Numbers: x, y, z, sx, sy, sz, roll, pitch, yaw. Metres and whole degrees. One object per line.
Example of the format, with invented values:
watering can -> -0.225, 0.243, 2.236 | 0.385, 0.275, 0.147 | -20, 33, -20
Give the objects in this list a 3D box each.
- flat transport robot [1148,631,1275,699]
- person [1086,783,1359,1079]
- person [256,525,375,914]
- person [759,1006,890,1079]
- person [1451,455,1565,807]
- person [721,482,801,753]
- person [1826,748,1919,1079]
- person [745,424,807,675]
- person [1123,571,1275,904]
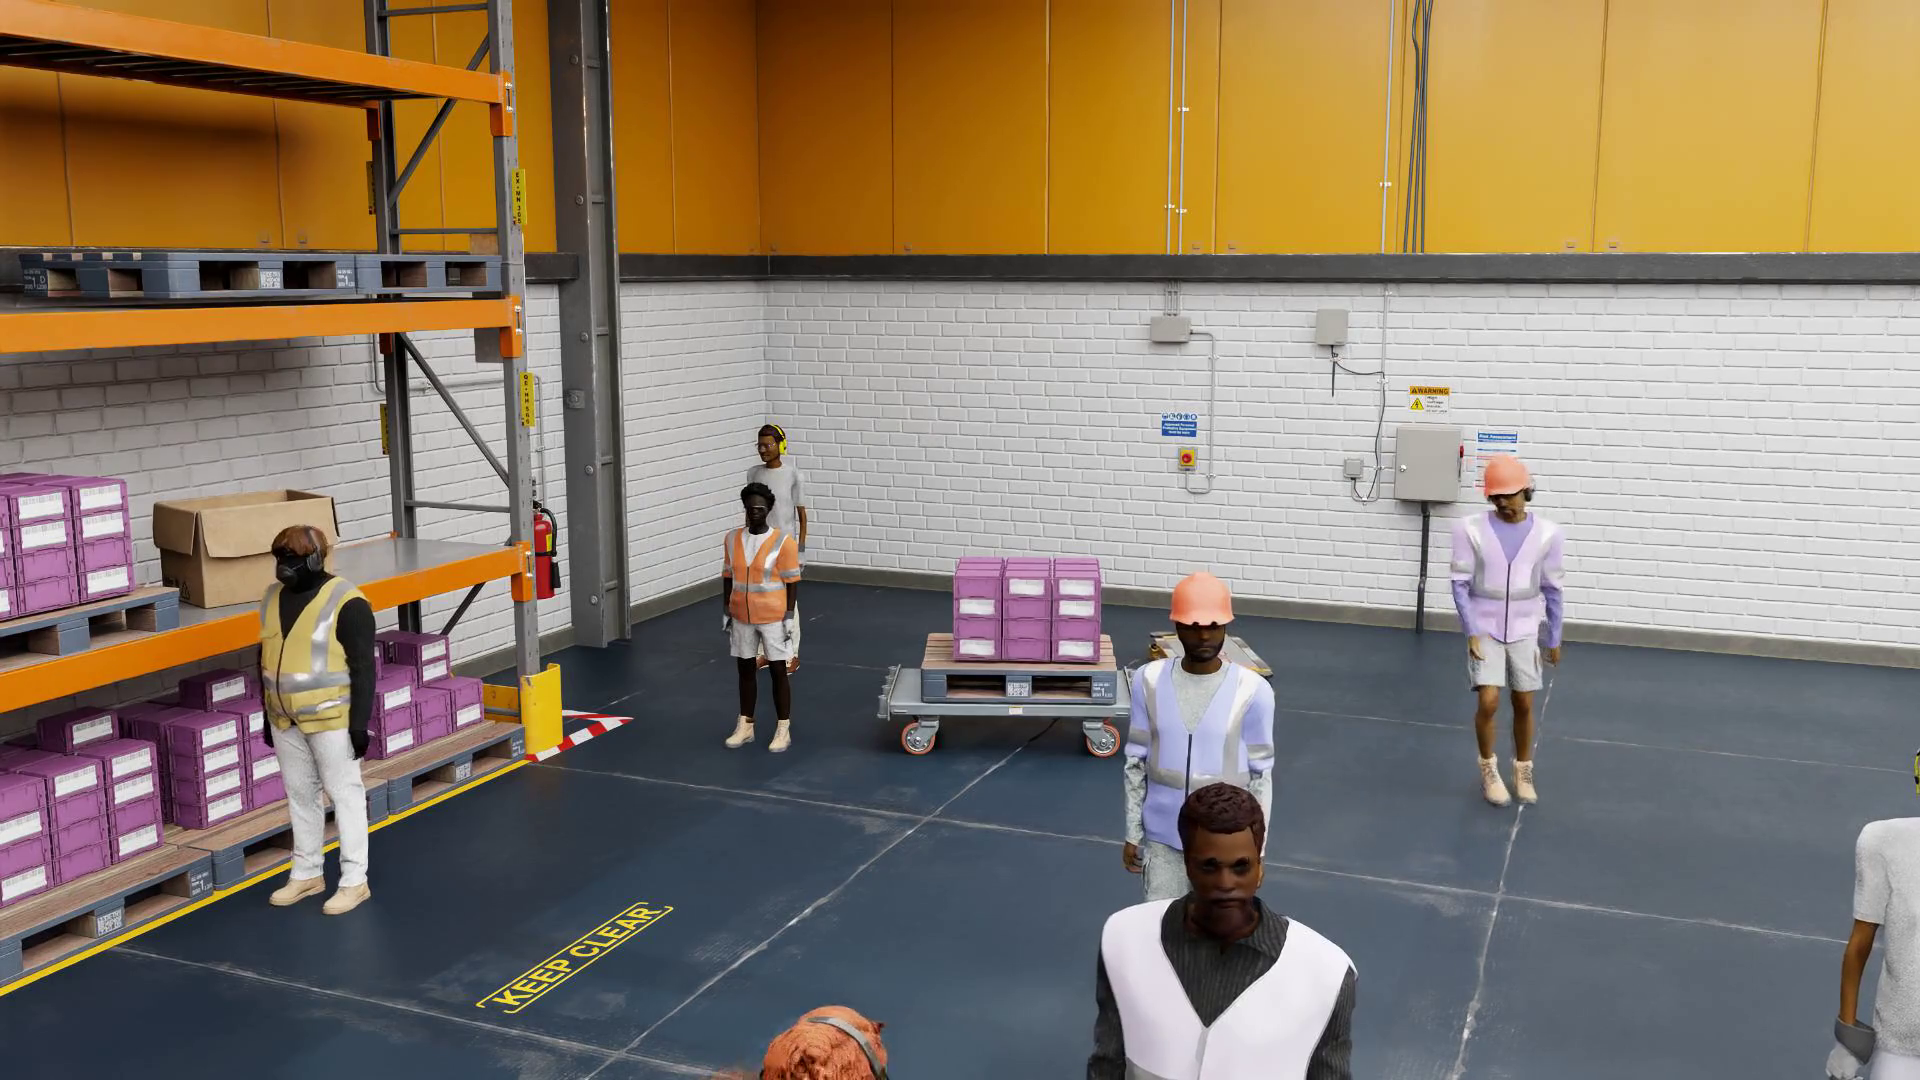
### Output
flat transport robot -> 1.815, 0.905, 12.148 | 0.652, 0.197, 1.431 | 0, 9, -3
person -> 0.572, 1.470, 3.758 | 0.602, 1.918, 0.373 | 4, 10, 22
person -> -3.043, 0.843, 7.811 | 0.639, 1.839, 0.430 | 4, 10, 21
person -> -0.285, 1.682, 2.720 | 0.592, 1.846, 0.973 | 5, 11, 28
person -> 3.062, 0.510, 9.317 | 0.635, 2.002, 0.527 | 1, 9, 9
person -> -1.257, 0.480, 10.405 | 0.541, 1.700, 0.315 | 4, 10, 21
person -> 2.625, 1.378, 4.450 | 0.531, 1.870, 0.318 | 4, 10, 21
person -> -1.389, 0.074, 12.385 | 0.531, 1.860, 0.318 | 4, 10, 21
person -> 0.860, 1.069, 6.101 | 0.552, 1.942, 0.340 | 4, 10, 21
